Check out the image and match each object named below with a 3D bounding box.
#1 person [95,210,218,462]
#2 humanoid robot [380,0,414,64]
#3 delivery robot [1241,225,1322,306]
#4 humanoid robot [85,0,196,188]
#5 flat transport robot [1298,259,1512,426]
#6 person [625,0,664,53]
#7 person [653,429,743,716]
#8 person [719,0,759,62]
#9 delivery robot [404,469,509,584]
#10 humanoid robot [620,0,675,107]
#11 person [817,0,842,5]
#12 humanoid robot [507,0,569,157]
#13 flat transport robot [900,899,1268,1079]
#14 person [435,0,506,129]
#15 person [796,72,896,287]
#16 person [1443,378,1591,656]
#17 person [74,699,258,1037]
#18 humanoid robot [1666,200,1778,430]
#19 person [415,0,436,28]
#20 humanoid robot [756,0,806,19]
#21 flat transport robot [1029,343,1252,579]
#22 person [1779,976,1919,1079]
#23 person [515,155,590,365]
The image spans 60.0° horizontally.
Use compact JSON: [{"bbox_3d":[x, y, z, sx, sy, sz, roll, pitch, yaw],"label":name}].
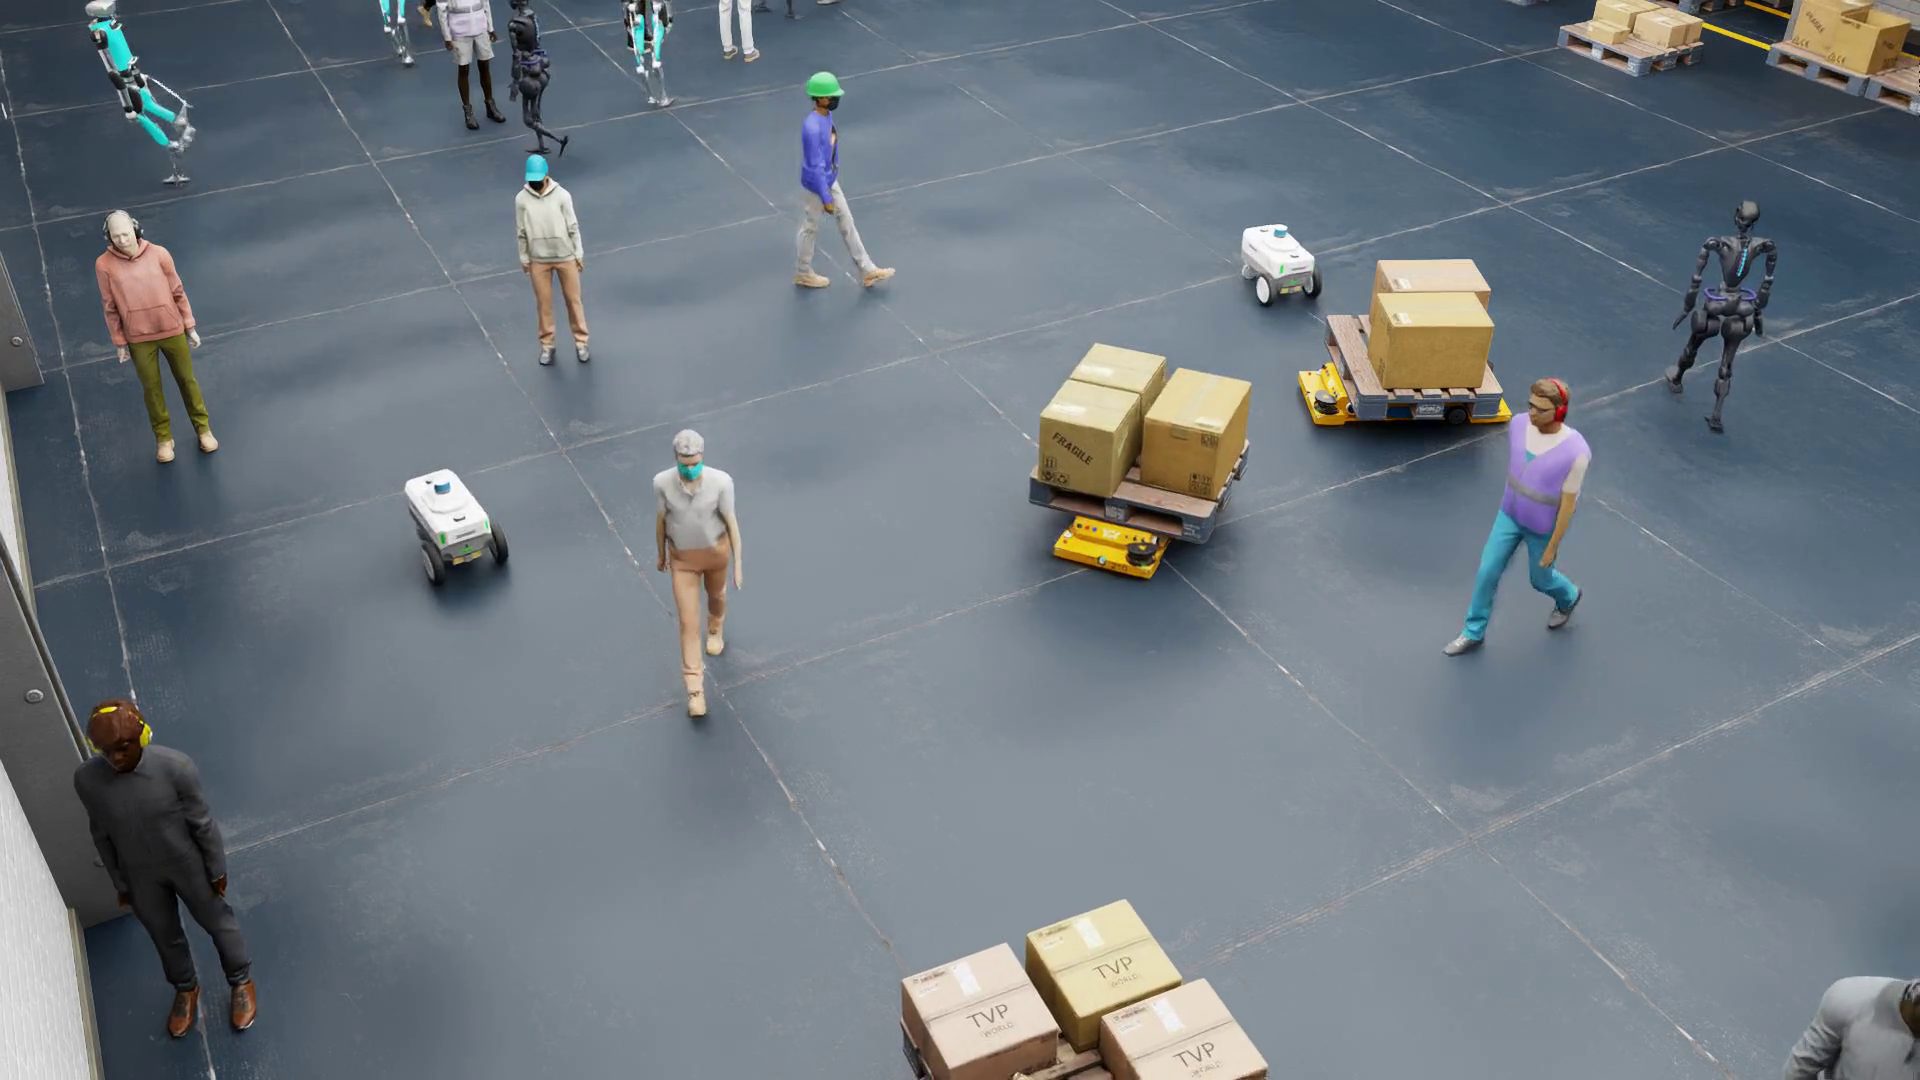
[{"bbox_3d":[-5.500,-1.409,11.361,0.536,1.835,0.345,-17,38,-22],"label":"person"},{"bbox_3d":[-6.214,-6.029,18.067,0.551,1.769,0.943,-5,35,-6],"label":"humanoid robot"},{"bbox_3d":[2.634,-2.307,13.750,0.507,0.583,0.755,-12,37,-16],"label":"delivery robot"},{"bbox_3d":[-7.378,-3.999,15.253,0.719,1.901,0.539,-5,35,-6],"label":"humanoid robot"},{"bbox_3d":[3.277,-1.099,12.285,1.431,0.231,0.659,-1,35,-1],"label":"flat transport robot"},{"bbox_3d":[-3.595,-6.432,18.422,0.370,1.965,0.606,13,37,17],"label":"person"},{"bbox_3d":[-1.465,0.108,9.324,0.490,1.684,0.932,-4,35,-5],"label":"person"},{"bbox_3d":[-2.472,-6.179,18.138,0.573,1.880,0.361,10,36,14],"label":"person"},{"bbox_3d":[-3.243,-0.115,10.642,0.525,0.608,0.780,-21,40,-27],"label":"delivery robot"},{"bbox_3d":[-3.212,-5.272,16.948,0.543,1.755,0.755,0,35,0],"label":"humanoid robot"},{"bbox_3d":[-1.592,-7.386,19.806,0.428,1.937,0.558,-6,35,-8],"label":"person"},{"bbox_3d":[-4.019,-4.461,15.865,0.536,1.635,0.587,7,36,10],"label":"humanoid robot"},{"bbox_3d":[0.490,2.444,7.227,0.659,0.231,1.431,-15,38,-20],"label":"flat transport robot"},{"bbox_3d":[-4.867,-5.066,16.498,0.550,1.934,0.360,-25,42,-31],"label":"person"},{"bbox_3d":[-0.982,-2.858,13.432,0.903,1.833,0.487,9,36,13],"label":"person"},{"bbox_3d":[3.332,-0.147,9.585,0.865,1.807,0.564,-20,40,-26],"label":"person"},{"bbox_3d":[-3.464,1.430,7.285,0.493,1.869,0.354,-6,35,-8],"label":"person"},{"bbox_3d":[5.460,-1.660,11.893,0.613,1.621,0.785,3,35,5],"label":"humanoid robot"},{"bbox_3d":[-5.984,-6.530,18.813,0.694,1.669,0.529,10,36,15],"label":"person"},{"bbox_3d":[-2.131,-6.952,19.457,0.647,1.647,0.615,11,37,16],"label":"humanoid robot"},{"bbox_3d":[1.181,-0.262,11.090,0.659,0.231,1.431,14,37,19],"label":"flat transport robot"},{"bbox_3d":[3.342,2.209,6.158,0.566,1.884,0.620,-24,42,-30],"label":"person"},{"bbox_3d":[-3.069,-2.101,12.495,0.472,1.669,0.388,-4,35,-5],"label":"person"}]
